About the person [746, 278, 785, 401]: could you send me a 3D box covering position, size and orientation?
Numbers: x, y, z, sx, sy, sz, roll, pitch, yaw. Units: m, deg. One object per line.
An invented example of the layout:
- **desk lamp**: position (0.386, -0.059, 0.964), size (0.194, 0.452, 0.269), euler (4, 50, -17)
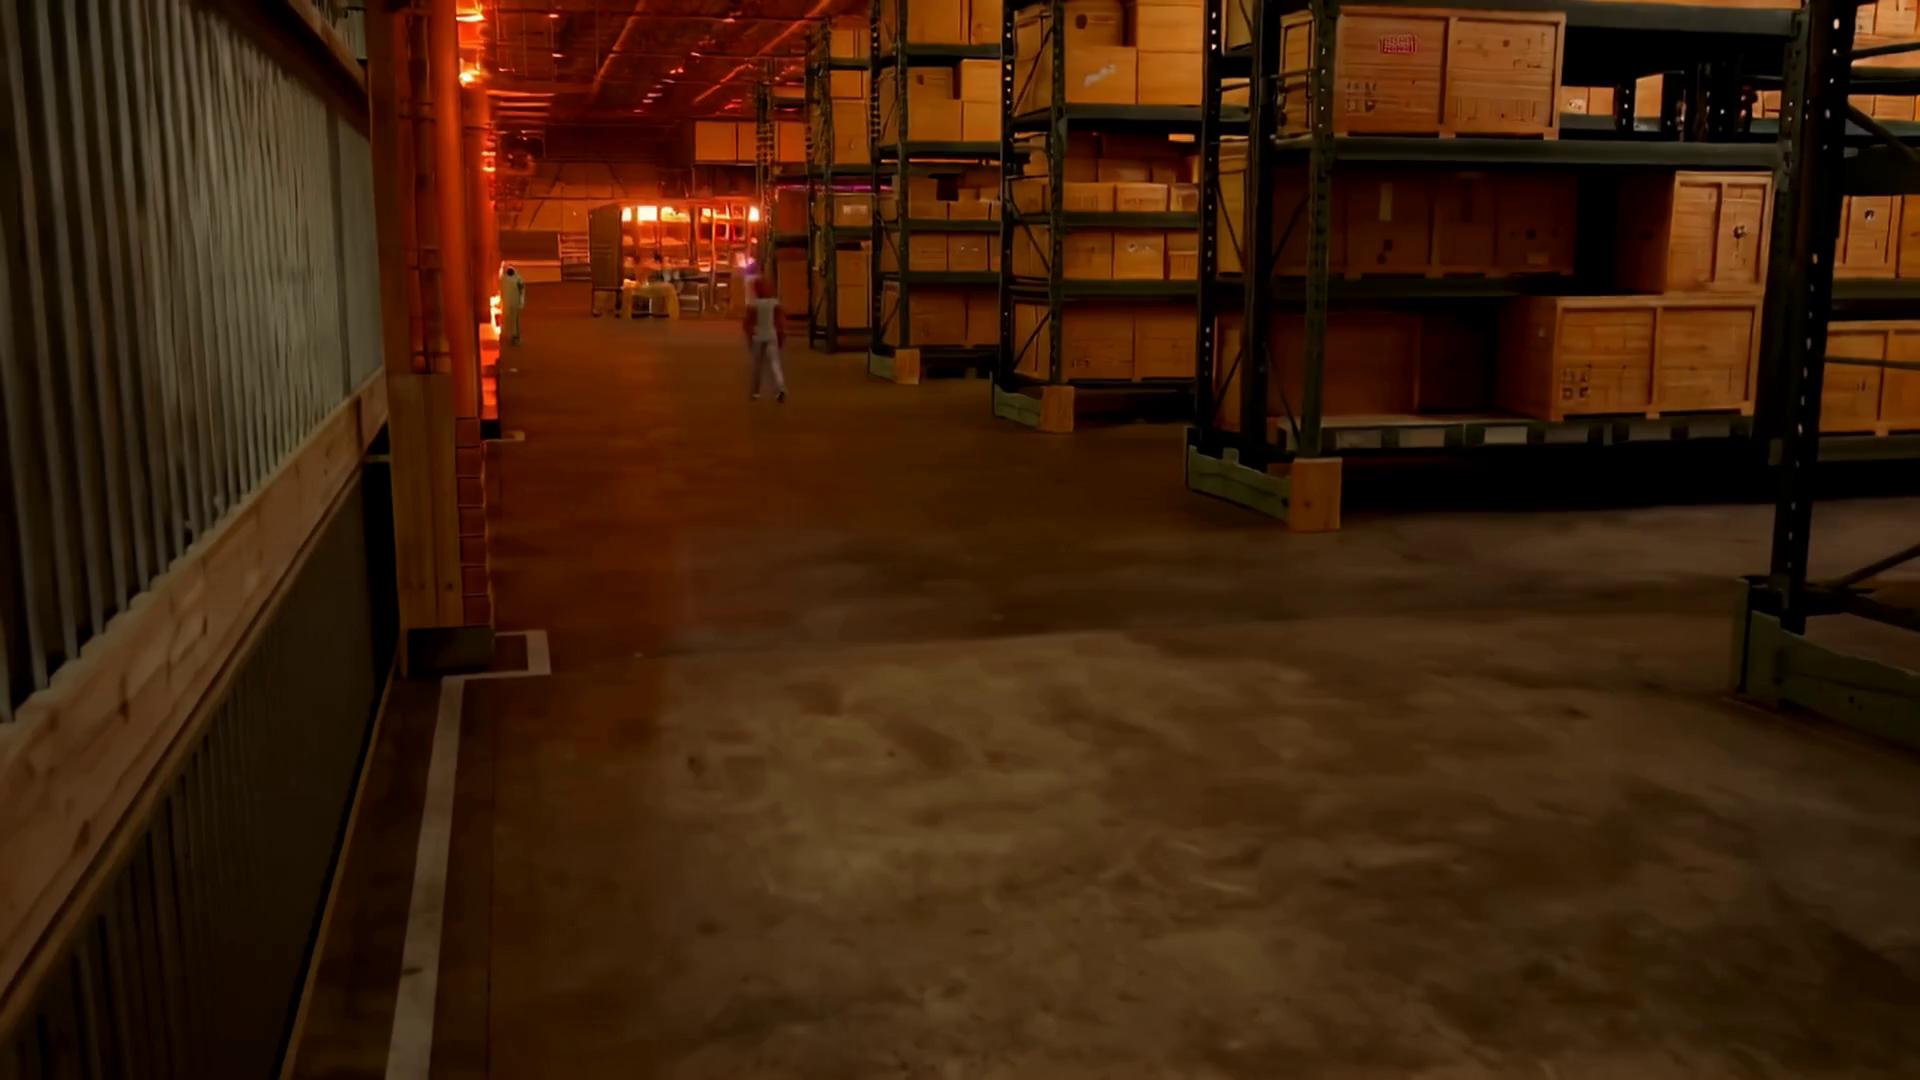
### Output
- **person**: position (-2.540, -2.619, 21.769), size (0.519, 1.609, 0.764), euler (-6, 11, -29)

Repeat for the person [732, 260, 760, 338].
- **person**: position (-4.659, -5.299, 36.695), size (0.835, 1.710, 0.549), euler (6, 12, 31)

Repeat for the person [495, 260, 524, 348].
- **person**: position (-9.015, -4.722, 33.287), size (0.569, 1.755, 0.320), euler (-3, 10, -17)
